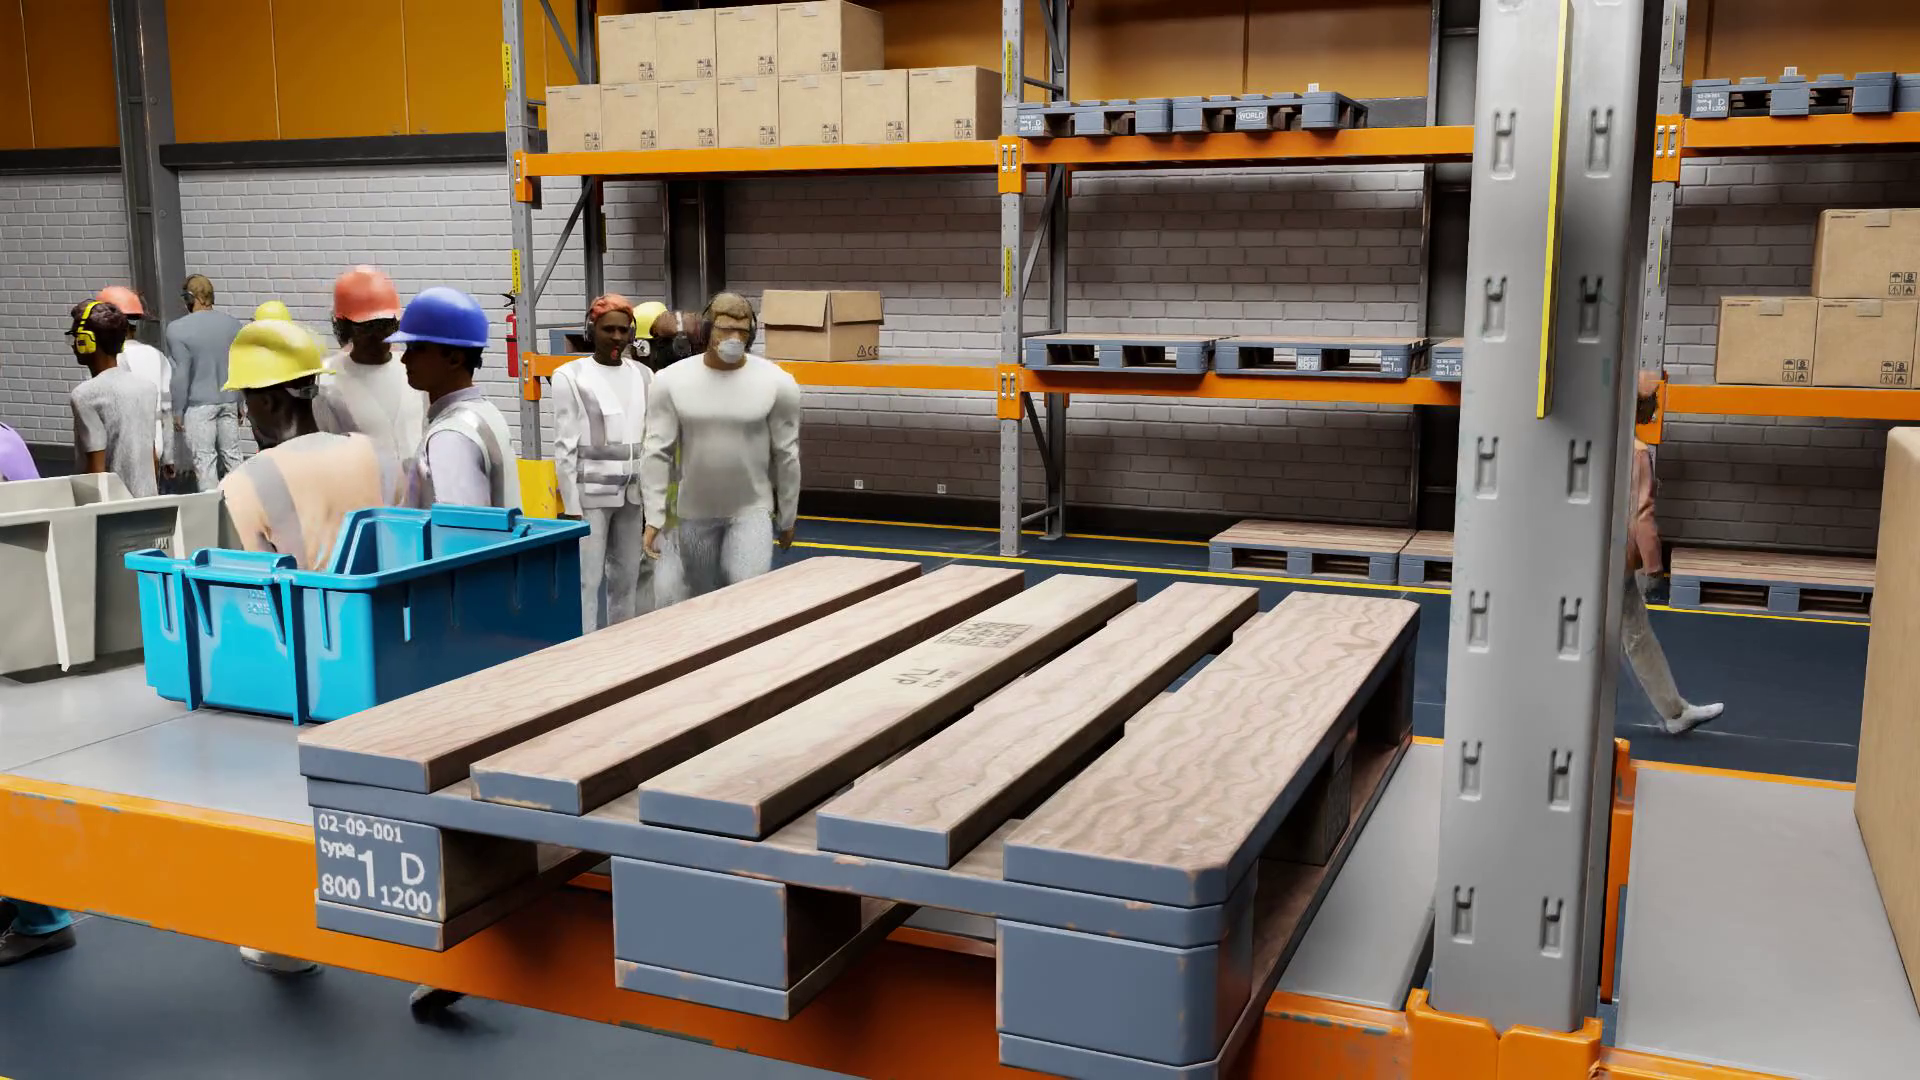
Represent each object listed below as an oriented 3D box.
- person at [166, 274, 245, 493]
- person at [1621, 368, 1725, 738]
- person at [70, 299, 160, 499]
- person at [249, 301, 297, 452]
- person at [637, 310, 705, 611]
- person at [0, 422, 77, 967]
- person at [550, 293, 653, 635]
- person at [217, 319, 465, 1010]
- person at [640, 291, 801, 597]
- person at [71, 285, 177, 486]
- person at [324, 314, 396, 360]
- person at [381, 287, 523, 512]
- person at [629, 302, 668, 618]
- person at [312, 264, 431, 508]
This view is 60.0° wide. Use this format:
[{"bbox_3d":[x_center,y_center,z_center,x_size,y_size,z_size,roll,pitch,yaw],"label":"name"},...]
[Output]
[{"bbox_3d":[-5.526,-0.977,12.235,0.372,1.939,0.631,5,11,28],"label":"person"},{"bbox_3d":[2.781,0.091,6.877,0.884,1.584,0.526,1,10,7],"label":"person"},{"bbox_3d":[-3.544,-0.064,6.976,0.322,1.871,0.550,1,10,7],"label":"person"},{"bbox_3d":[-4.551,-0.705,11.120,0.309,1.769,0.523,-6,11,-33],"label":"person"},{"bbox_3d":[-1.166,-0.107,7.371,0.652,1.821,0.643,-4,10,-23],"label":"person"},{"bbox_3d":[-2.791,0.305,4.830,0.374,1.843,0.575,-6,11,-32],"label":"person"},{"bbox_3d":[-1.599,-0.179,7.613,0.358,1.885,0.572,7,12,37],"label":"person"},{"bbox_3d":[-1.661,0.346,4.507,0.948,1.886,0.604,6,11,33],"label":"person"},{"bbox_3d":[-0.990,-0.068,6.884,0.647,1.890,0.948,0,9,2],"label":"person"},{"bbox_3d":[-4.750,-0.516,9.614,0.963,1.901,0.561,2,10,10],"label":"person"},{"bbox_3d":[-2.735,-0.197,7.767,0.430,1.882,0.660,8,12,38],"label":"person"},{"bbox_3d":[-1.496,0.221,5.015,0.382,1.949,0.614,-2,10,-10],"label":"person"},{"bbox_3d":[-1.492,-0.240,8.132,0.403,1.833,0.591,0,9,-1],"label":"person"},{"bbox_3d":[-2.283,-0.056,6.547,0.652,2.053,0.645,9,13,43],"label":"person"}]
